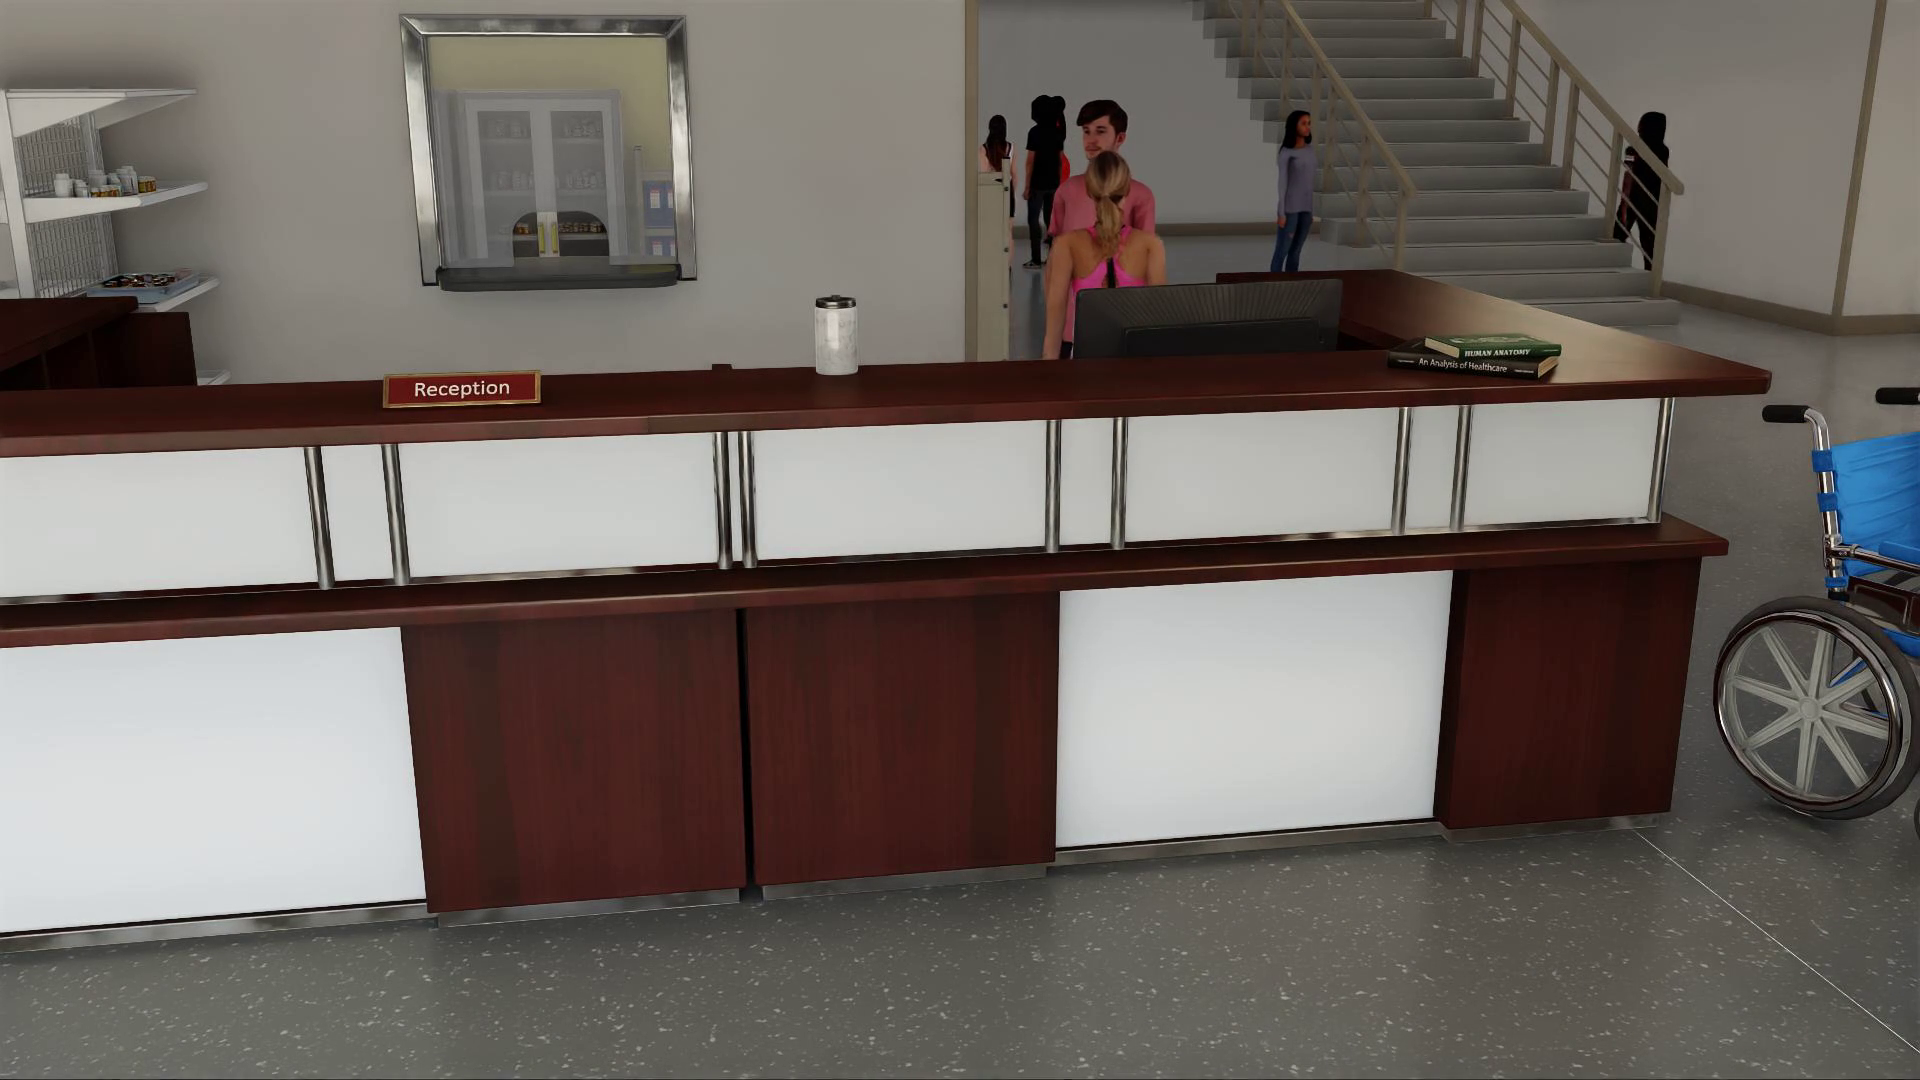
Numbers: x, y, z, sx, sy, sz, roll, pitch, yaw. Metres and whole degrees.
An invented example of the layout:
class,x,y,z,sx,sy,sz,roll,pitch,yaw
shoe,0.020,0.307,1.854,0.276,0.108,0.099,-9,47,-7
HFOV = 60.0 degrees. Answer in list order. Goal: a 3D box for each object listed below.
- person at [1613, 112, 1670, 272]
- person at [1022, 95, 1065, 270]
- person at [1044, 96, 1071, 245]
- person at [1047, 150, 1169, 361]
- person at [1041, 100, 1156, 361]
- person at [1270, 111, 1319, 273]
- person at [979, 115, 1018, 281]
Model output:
class,x,y,z,sx,sy,sz,roll,pitch,yaw
person,6.095,-2.902,14.764,0.654,1.705,0.909,-4,16,-13
person,0.910,-3.845,17.868,0.710,1.823,0.683,-12,20,-36
person,1.201,-4.530,20.392,0.794,1.785,0.715,6,17,22
person,0.564,-0.541,6.321,0.895,1.742,1.187,3,16,12
person,0.585,-0.866,7.073,0.712,1.959,0.729,7,17,22
person,2.984,-2.951,14.882,0.685,1.735,0.690,-13,20,-39
person,0.375,-3.436,16.764,0.601,1.647,0.551,-6,17,-19
